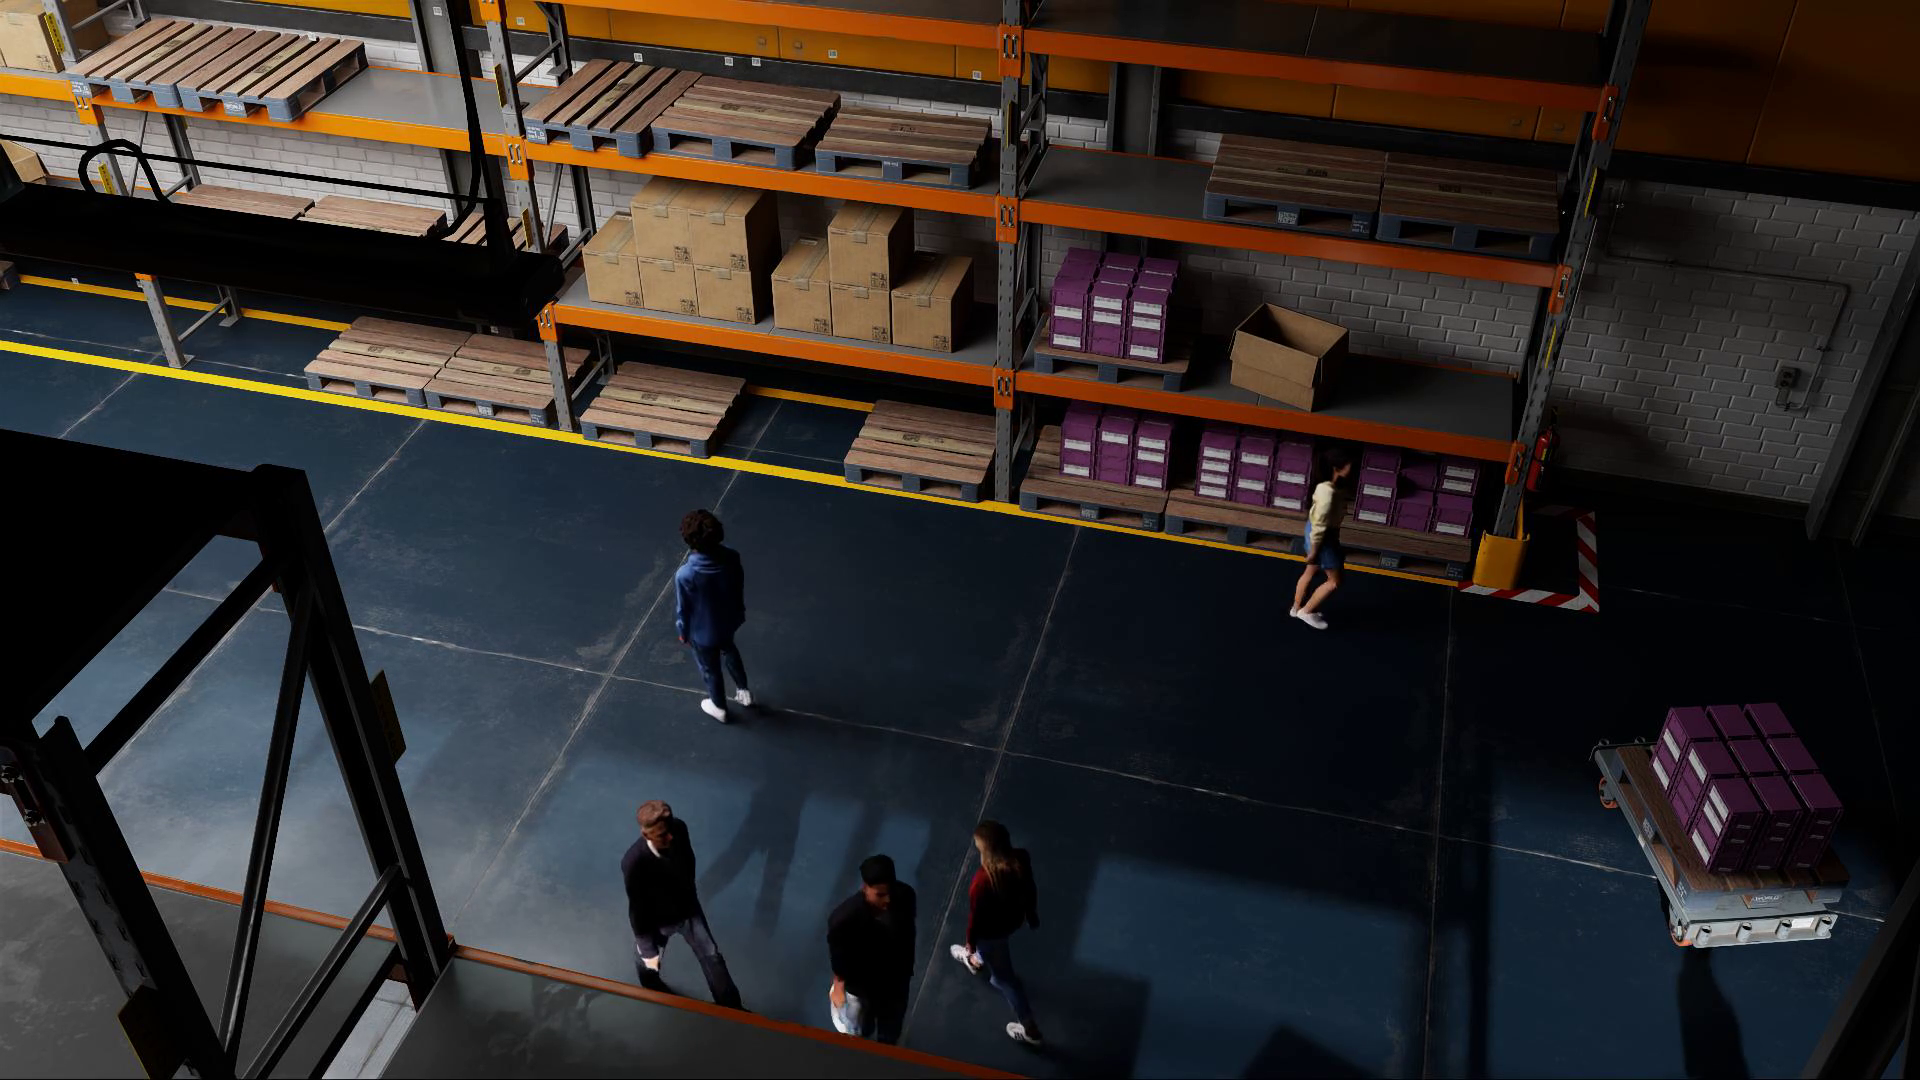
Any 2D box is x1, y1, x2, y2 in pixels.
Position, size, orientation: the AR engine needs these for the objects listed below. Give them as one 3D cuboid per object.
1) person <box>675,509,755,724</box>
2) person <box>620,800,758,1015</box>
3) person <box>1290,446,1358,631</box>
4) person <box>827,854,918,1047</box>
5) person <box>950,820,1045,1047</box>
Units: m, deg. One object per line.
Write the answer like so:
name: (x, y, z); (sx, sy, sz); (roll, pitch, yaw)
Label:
person: (-1.656, 0.585, 11.429); (0.807, 1.796, 0.833); (-32, 48, -33)
person: (-1.744, 2.088, 9.563); (1.249, 1.776, 1.025); (26, 45, 28)
person: (2.611, -0.034, 12.346); (0.611, 1.619, 0.654); (6, 39, 8)
person: (-0.512, 2.331, 9.246); (1.015, 1.792, 1.075); (-18, 42, -21)
person: (0.274, 2.258, 9.503); (1.189, 1.585, 0.955); (31, 48, 33)
